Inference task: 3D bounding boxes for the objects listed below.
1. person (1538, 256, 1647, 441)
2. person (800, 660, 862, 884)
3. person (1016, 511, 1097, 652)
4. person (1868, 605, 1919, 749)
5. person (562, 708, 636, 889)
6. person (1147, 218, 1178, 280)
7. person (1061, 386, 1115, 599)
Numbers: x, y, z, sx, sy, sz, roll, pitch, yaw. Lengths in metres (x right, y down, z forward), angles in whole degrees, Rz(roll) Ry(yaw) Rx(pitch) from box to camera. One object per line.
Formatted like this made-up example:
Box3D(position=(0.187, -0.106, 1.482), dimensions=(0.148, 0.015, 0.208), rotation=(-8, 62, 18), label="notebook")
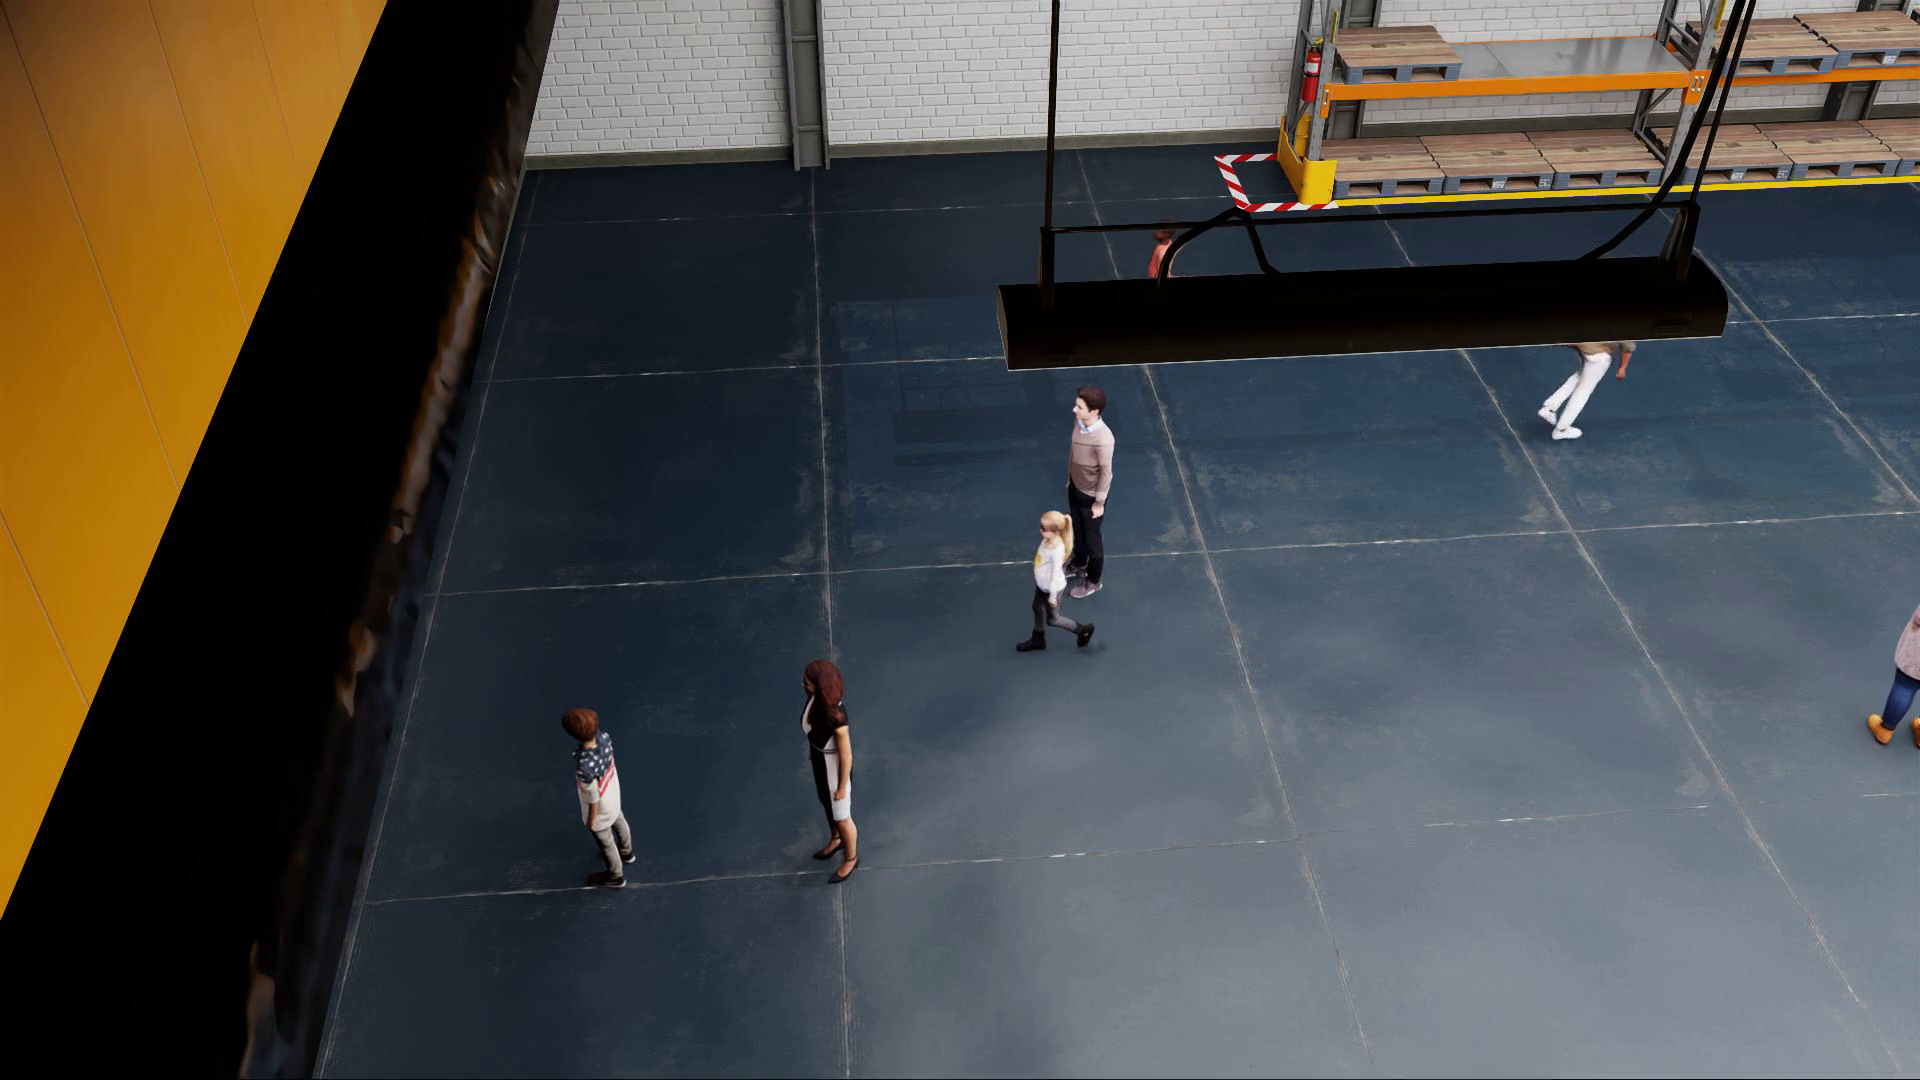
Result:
Box3D(position=(5.258, -1.593, 13.881), dimensions=(0.828, 1.791, 0.810), rotation=(-15, 41, -17), label="person")
Box3D(position=(-0.786, 1.403, 10.126), dimensions=(0.619, 1.795, 0.652), rotation=(-17, 42, -20), label="person")
Box3D(position=(0.709, 0.318, 11.910), dimensions=(0.798, 1.264, 0.527), rotation=(-6, 39, -7), label="person")
Box3D(position=(6.555, 0.686, 11.065), dimensions=(0.646, 1.744, 0.801), rotation=(6, 39, 7), label="person")
Box3D(position=(-2.206, 1.560, 10.212), dimensions=(0.548, 1.442, 0.569), rotation=(8, 39, 9), label="person")
Box3D(position=(1.896, -2.327, 15.197), dimensions=(0.884, 1.296, 0.647), rotation=(8, 39, 10), label="person")
Box3D(position=(0.945, -0.373, 12.339), dimensions=(0.658, 1.808, 0.695), rotation=(-16, 41, -19), label="person")
